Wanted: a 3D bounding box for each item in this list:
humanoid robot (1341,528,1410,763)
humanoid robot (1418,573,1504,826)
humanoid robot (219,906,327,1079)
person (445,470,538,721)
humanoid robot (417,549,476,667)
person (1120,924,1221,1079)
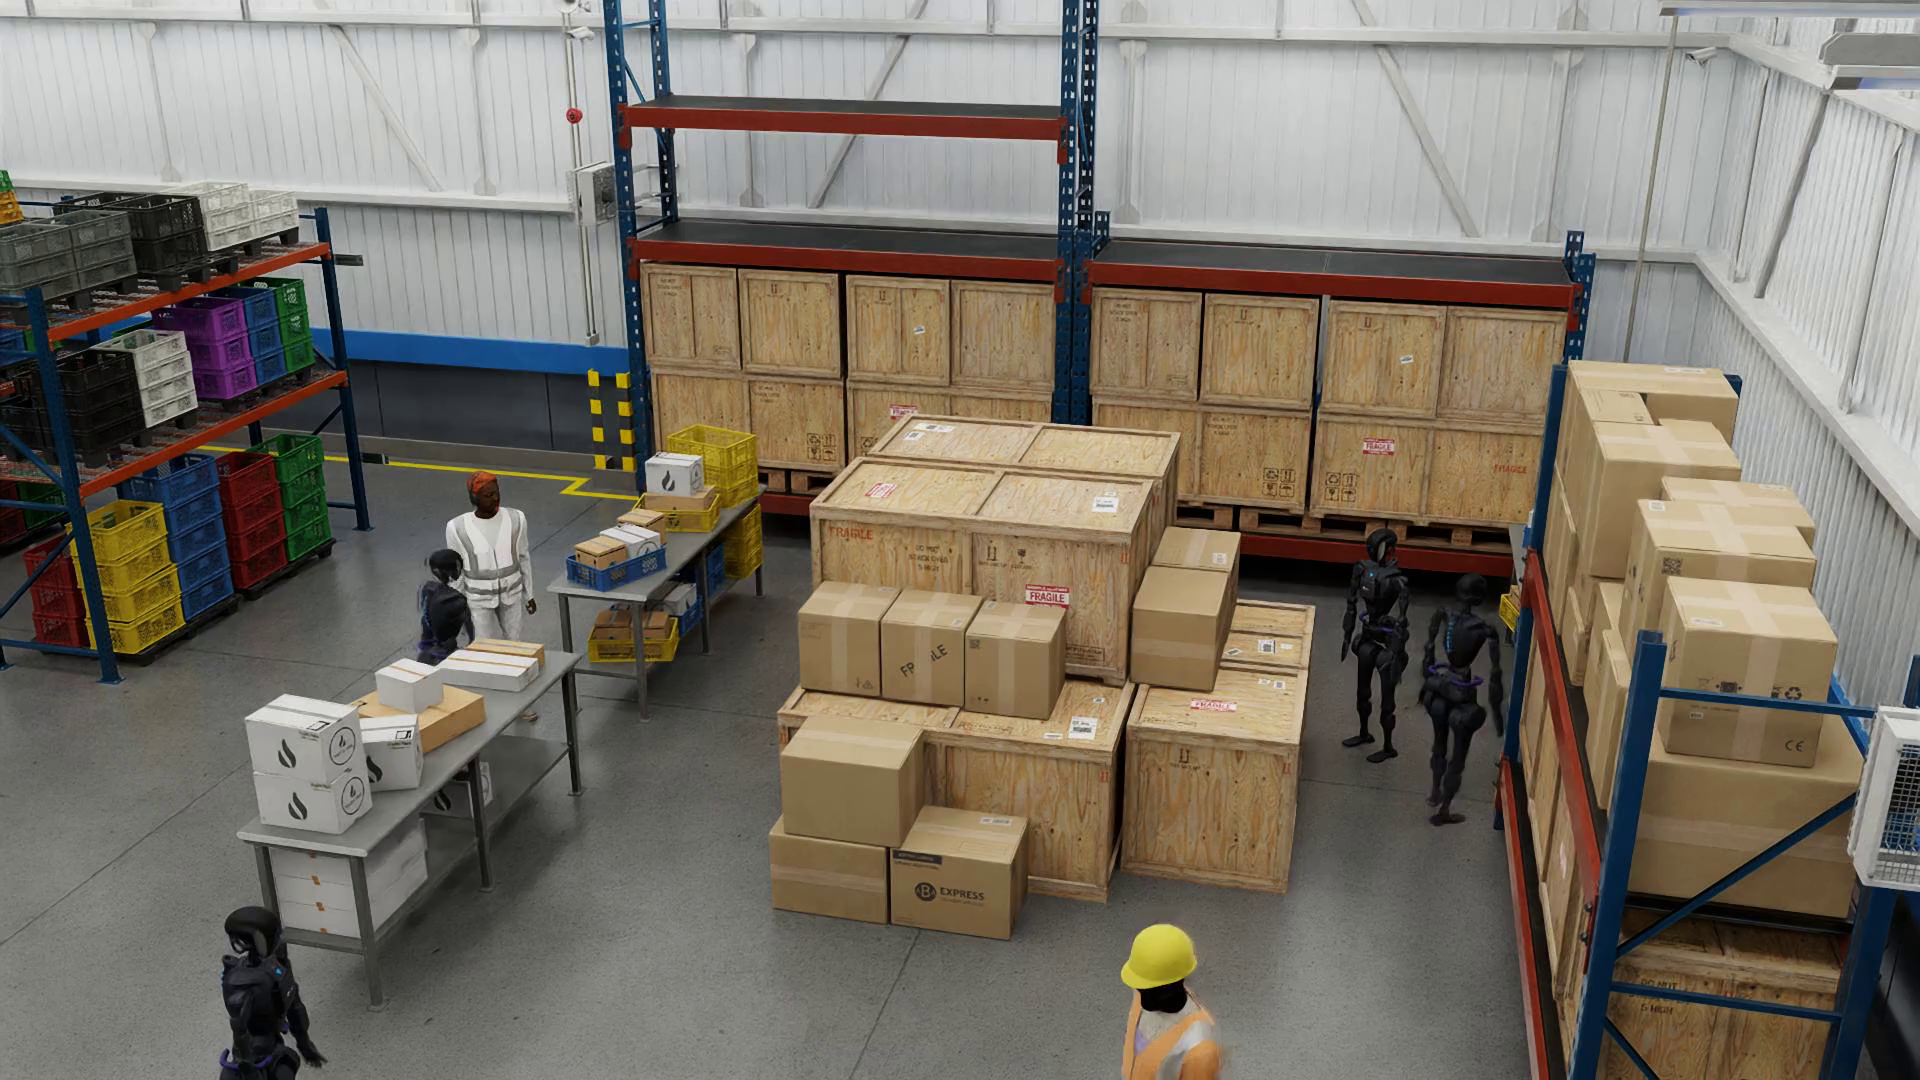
[{"bbox_3d":[2.814,0.702,11.236,0.351,1.651,0.565,-13,24,-30],"label":"humanoid robot"},{"bbox_3d":[3.134,0.984,10.503,0.338,1.659,0.611,-12,24,-29],"label":"humanoid robot"},{"bbox_3d":[-2.948,2.279,7.108,0.331,1.651,0.569,-1,21,-2],"label":"humanoid robot"},{"bbox_3d":[-3.272,0.419,11.688,0.582,1.882,0.351,-13,24,-30],"label":"person"},{"bbox_3d":[-3.325,0.832,10.894,0.618,1.640,0.430,19,28,40],"label":"humanoid robot"},{"bbox_3d":[0.799,2.353,6.586,0.512,1.915,0.595,-7,22,-18],"label":"person"}]
